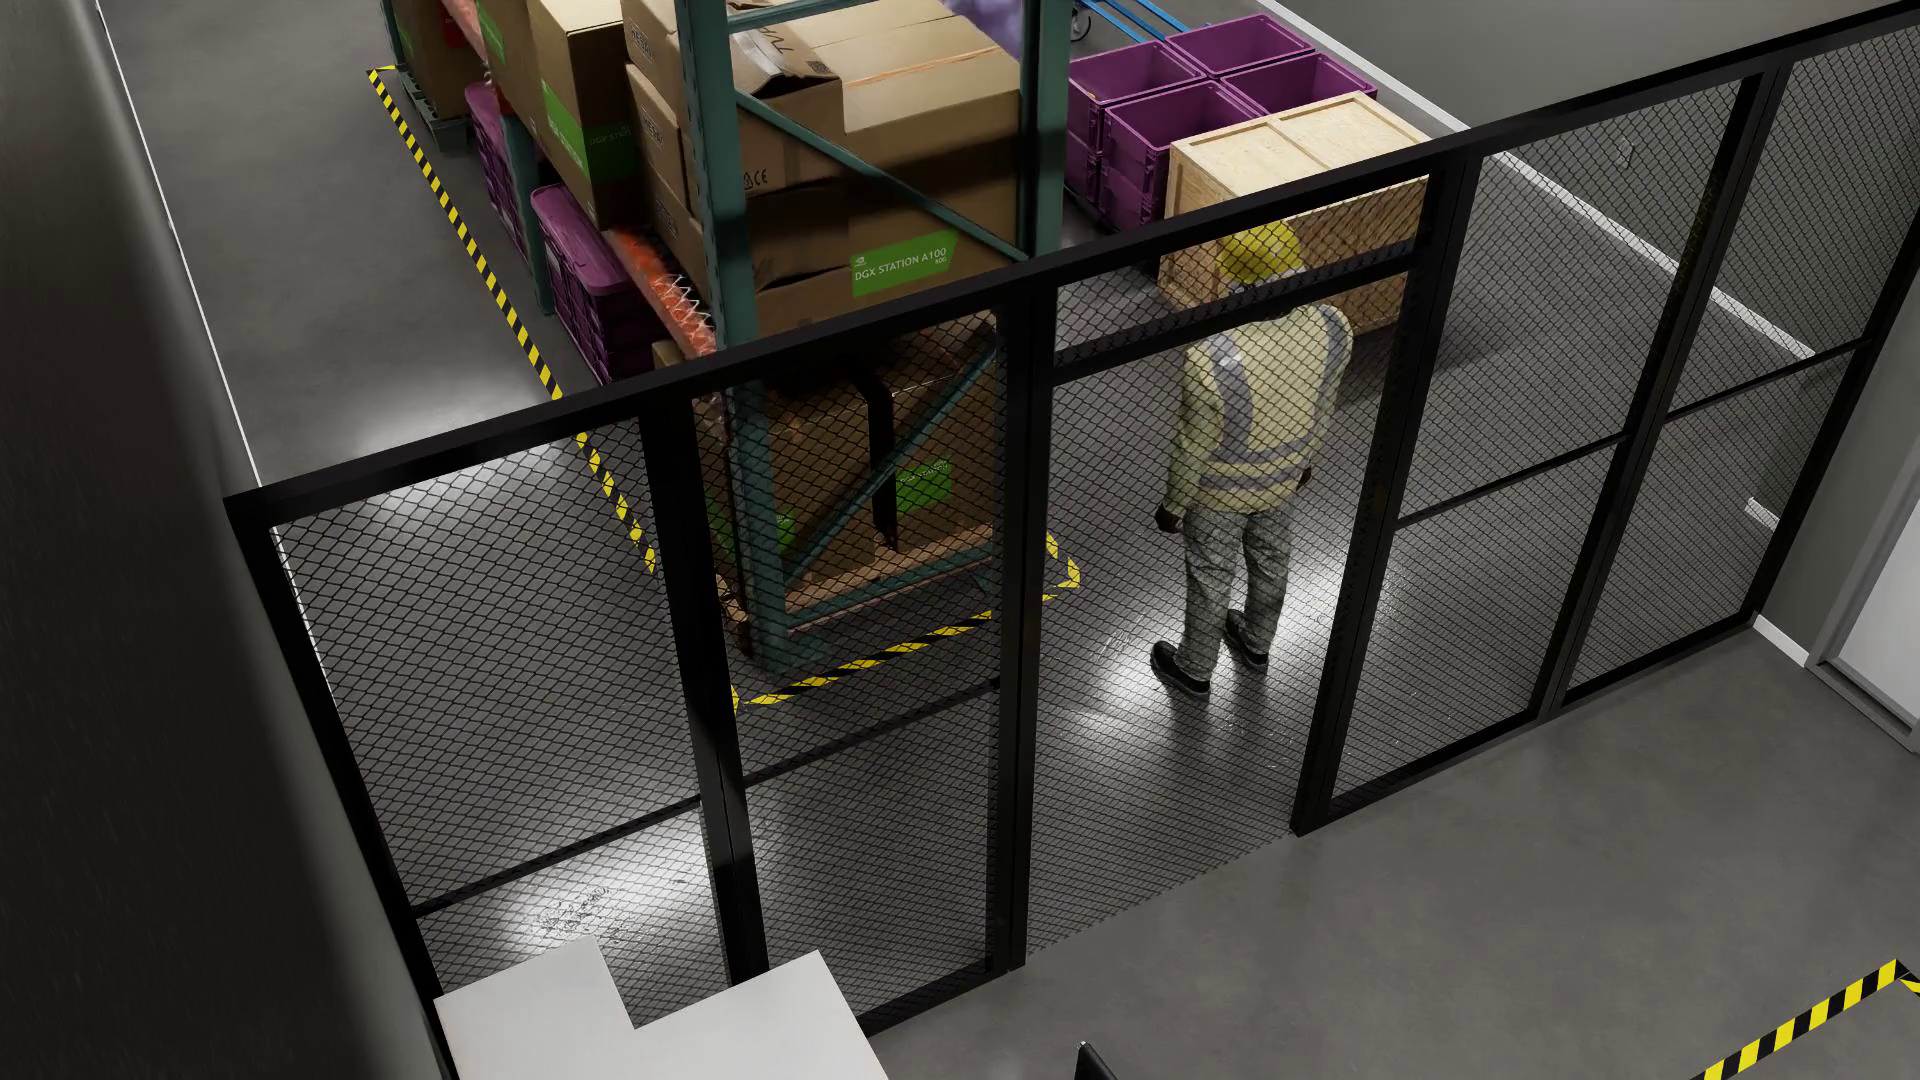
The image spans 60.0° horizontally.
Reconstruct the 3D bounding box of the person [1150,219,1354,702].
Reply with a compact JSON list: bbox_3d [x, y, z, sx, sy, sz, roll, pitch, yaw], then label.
[{"bbox_3d":[0.884,-0.225,5.275,0.589,1.825,0.403,-19,46,-20],"label":"person"}]

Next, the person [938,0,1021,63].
[{"bbox_3d":[0.146,-1.901,7.042,0.637,1.923,0.433,-29,50,-28],"label":"person"}]
